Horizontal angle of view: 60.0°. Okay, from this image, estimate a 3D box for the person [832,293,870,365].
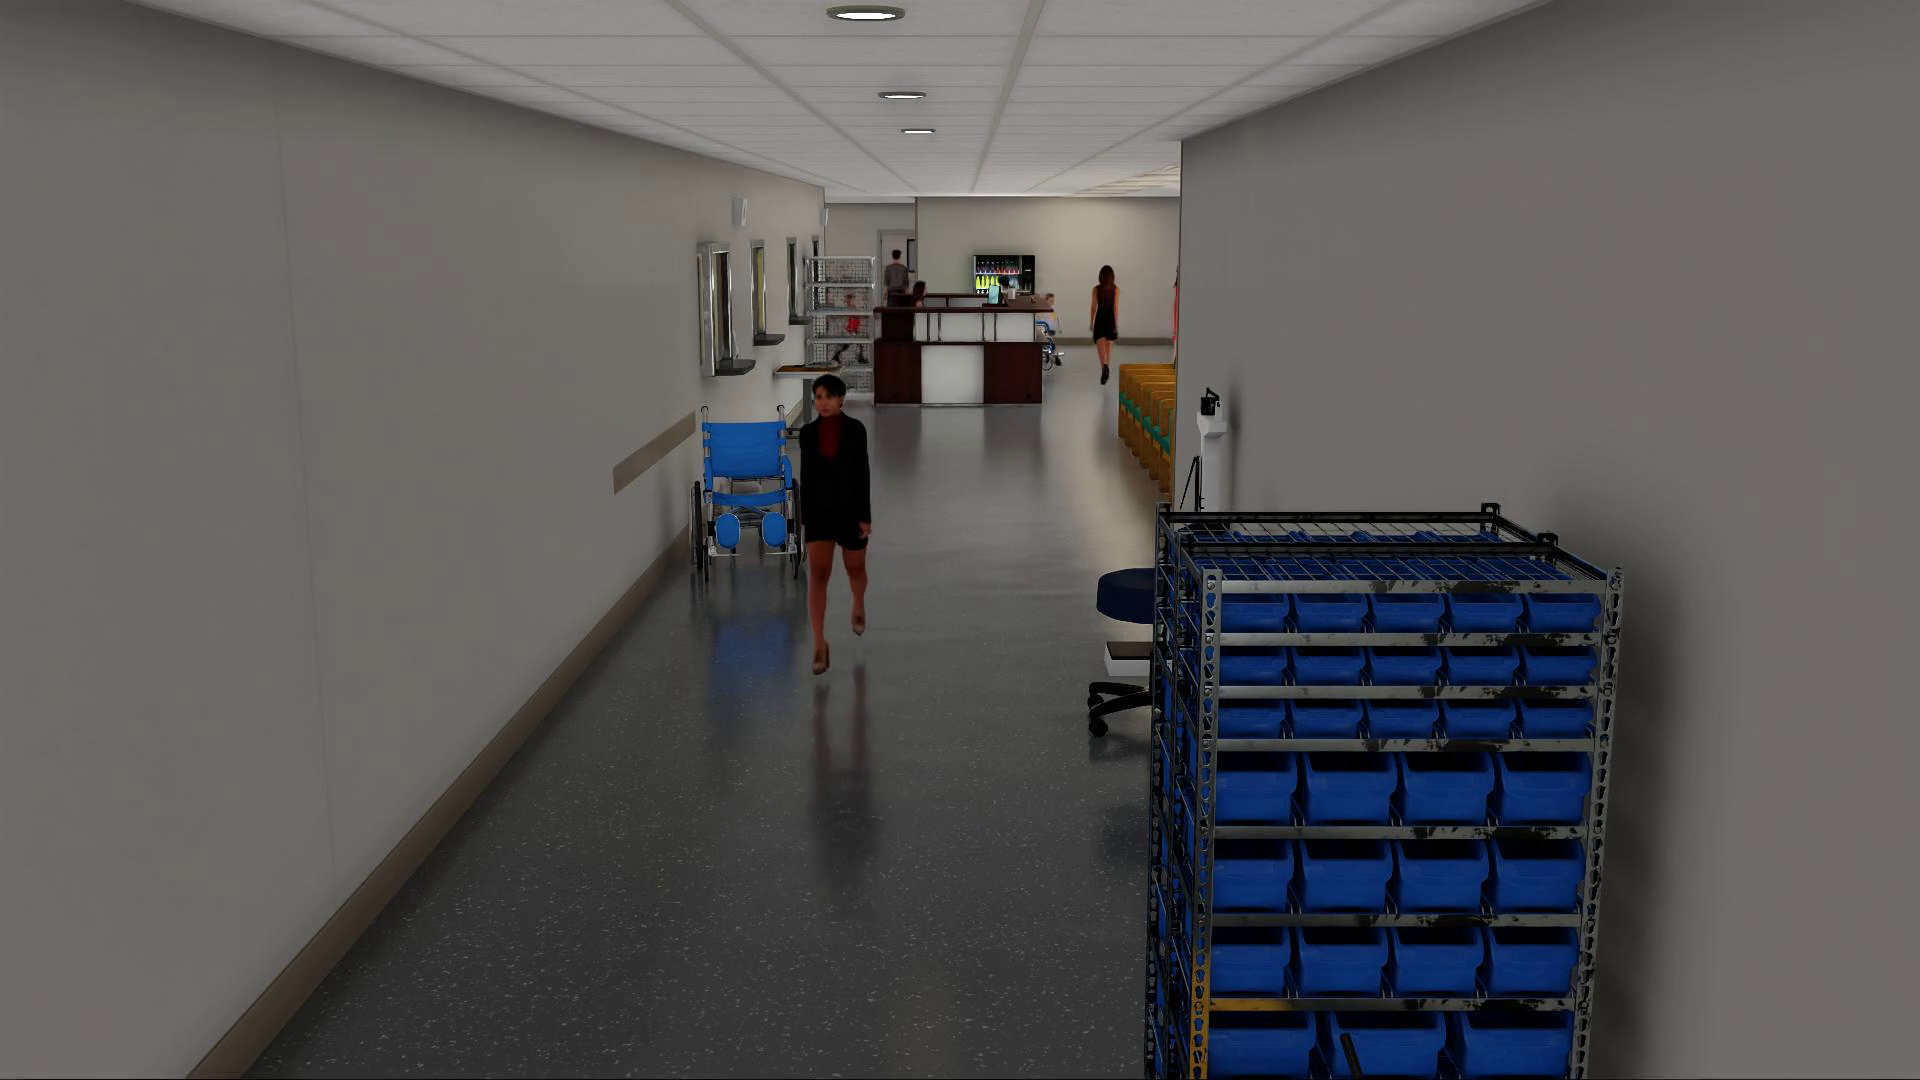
[{"bbox_3d":[-1.887,-3.616,28.718,0.963,1.263,0.667,-3,11,-18],"label":"person"}]

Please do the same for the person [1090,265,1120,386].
[{"bbox_3d":[2.173,-3.140,24.863,1.049,1.766,0.639,0,11,-2],"label":"person"}]

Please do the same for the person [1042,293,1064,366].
[{"bbox_3d":[1.535,-3.671,29.024,0.929,1.257,0.884,10,15,43],"label":"person"}]

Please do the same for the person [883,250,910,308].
[{"bbox_3d":[-1.361,-5.247,35.678,1.015,1.874,0.809,-1,11,-3],"label":"person"}]

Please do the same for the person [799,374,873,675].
[{"bbox_3d":[-0.668,-0.094,9.235,0.958,1.608,0.644,0,11,2],"label":"person"}]

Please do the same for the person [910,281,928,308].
[{"bbox_3d":[-0.768,-3.339,26.525,0.964,1.536,0.671,-3,11,-13],"label":"person"}]
